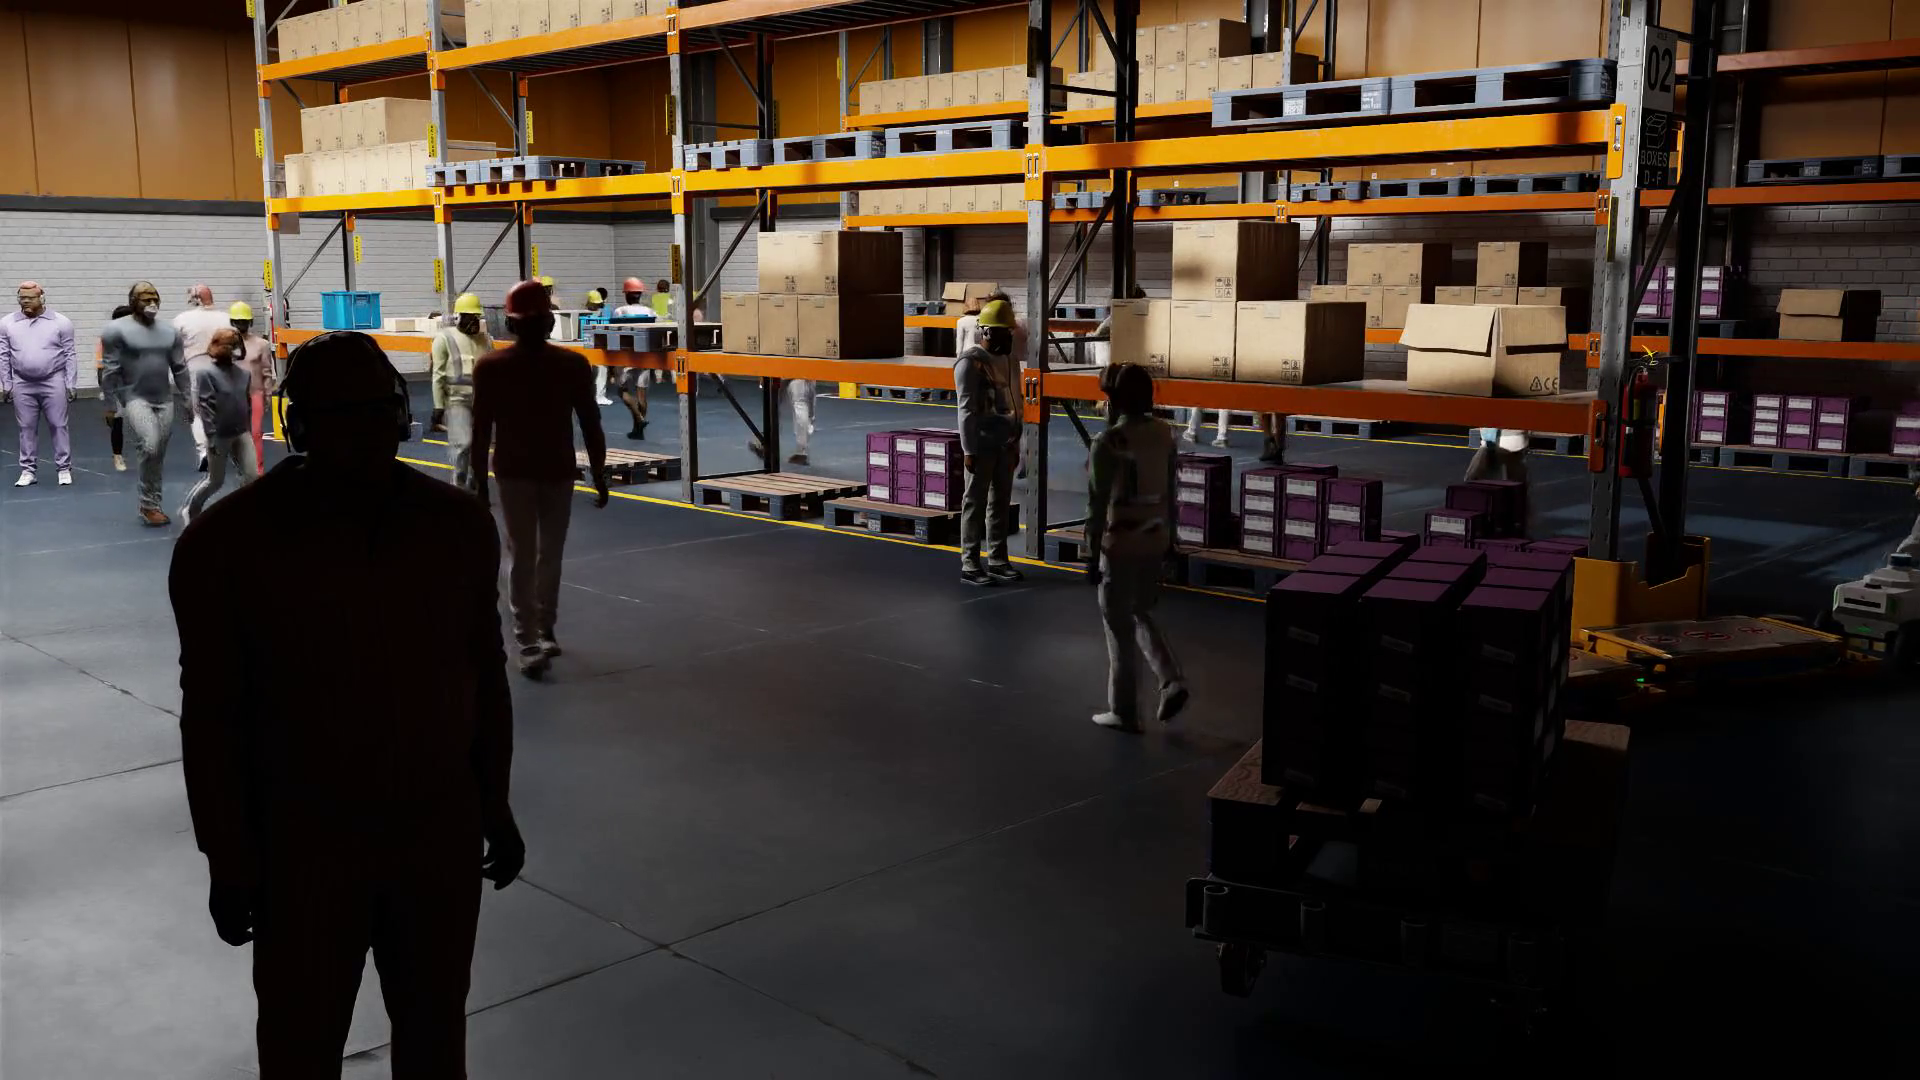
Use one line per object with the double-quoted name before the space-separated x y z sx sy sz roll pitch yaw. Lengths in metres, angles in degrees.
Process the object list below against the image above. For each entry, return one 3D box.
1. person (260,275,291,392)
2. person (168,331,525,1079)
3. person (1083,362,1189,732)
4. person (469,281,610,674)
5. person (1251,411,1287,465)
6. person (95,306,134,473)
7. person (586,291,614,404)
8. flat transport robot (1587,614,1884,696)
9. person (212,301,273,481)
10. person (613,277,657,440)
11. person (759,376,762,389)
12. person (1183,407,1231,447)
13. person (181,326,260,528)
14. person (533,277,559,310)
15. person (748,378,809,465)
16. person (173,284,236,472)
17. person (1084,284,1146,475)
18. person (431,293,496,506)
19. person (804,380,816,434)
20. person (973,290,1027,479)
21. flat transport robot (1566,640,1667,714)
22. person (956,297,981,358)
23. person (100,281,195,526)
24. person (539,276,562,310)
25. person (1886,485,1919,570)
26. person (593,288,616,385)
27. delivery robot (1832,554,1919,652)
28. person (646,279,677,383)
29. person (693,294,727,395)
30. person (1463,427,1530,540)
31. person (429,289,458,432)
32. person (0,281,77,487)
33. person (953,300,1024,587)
"person" -11.270 -3.454 27.384 0.397 2.043 0.609 3 10 19
"person" -1.138 0.556 3.217 0.641 1.908 0.407 -9 13 -42
"person" 0.743 0.040 7.212 0.545 1.623 0.380 -9 13 -43
"person" -2.104 -0.315 8.405 0.628 1.950 0.922 -5 11 -29
"person" 3.234 -1.724 17.146 0.564 1.917 0.410 -4 10 -21
"person" -8.165 -1.464 16.345 0.554 1.648 0.864 -9 13 -43
"person" -5.418 -2.825 24.558 0.662 1.695 0.503 3 10 20
"flat transport robot" 3.746 0.555 8.218 1.431 0.197 0.652 -3 10 -18
"person" -6.692 -1.369 15.552 0.519 1.731 0.884 -4 10 -21
"person" -3.830 -2.128 19.616 0.573 1.926 0.459 -7 12 -37
"person" -3.203 -3.481 27.896 0.370 1.928 0.585 -6 11 -32
"person" 2.874 -2.004 19.099 0.580 1.852 0.886 -2 10 -15
"person" -5.446 -0.776 12.288 0.717 1.606 0.499 5 10 26
"person" -5.225 -2.263 20.379 0.610 1.940 0.905 -5 11 -30
"person" -1.867 -1.752 17.413 0.660 1.886 1.006 -7 11 -35
"person" -7.496 -1.624 16.656 0.655 1.880 0.586 -6 11 -33
"person" 1.351 -1.287 14.567 0.639 1.905 0.700 -7 12 -38
"person" -4.154 -1.178 14.107 0.434 1.817 0.623 7 12 38
"person" -1.847 -2.167 20.159 0.537 1.824 0.820 -1 9 -5
"person" 0.403 -1.427 15.611 0.640 1.826 0.521 -7 11 -35
"flat transport robot" 2.449 0.660 7.579 1.431 0.197 0.652 -4 10 -25
"person" 0.181 -2.575 23.273 0.497 1.629 0.277 -4 10 -23
"person" -6.308 -1.056 13.044 0.624 1.919 0.661 6 11 32
"person" -6.694 -3.277 26.740 0.868 1.891 0.622 4 10 22
"person" 5.355 -0.322 8.863 1.027 1.825 0.646 3 10 19
"person" -6.240 -3.554 29.056 0.533 1.697 0.318 -7 12 -37
"delivery robot" 4.818 0.314 8.547 0.707 0.478 0.477 -6 11 -34
"person" -5.215 -3.686 29.427 0.627 1.842 0.429 2 9 10
"person" -3.974 -2.990 25.543 0.731 1.728 0.534 -8 12 -41
"person" 3.660 -0.634 11.404 0.515 1.619 0.603 -7 12 -38
"person" -6.225 -2.181 20.370 0.996 1.786 0.502 5 11 28
"person" -8.588 -1.447 15.499 0.651 1.904 0.403 -3 10 -17
"person" 0.208 -0.618 10.673 0.403 1.827 0.588 8 12 40
